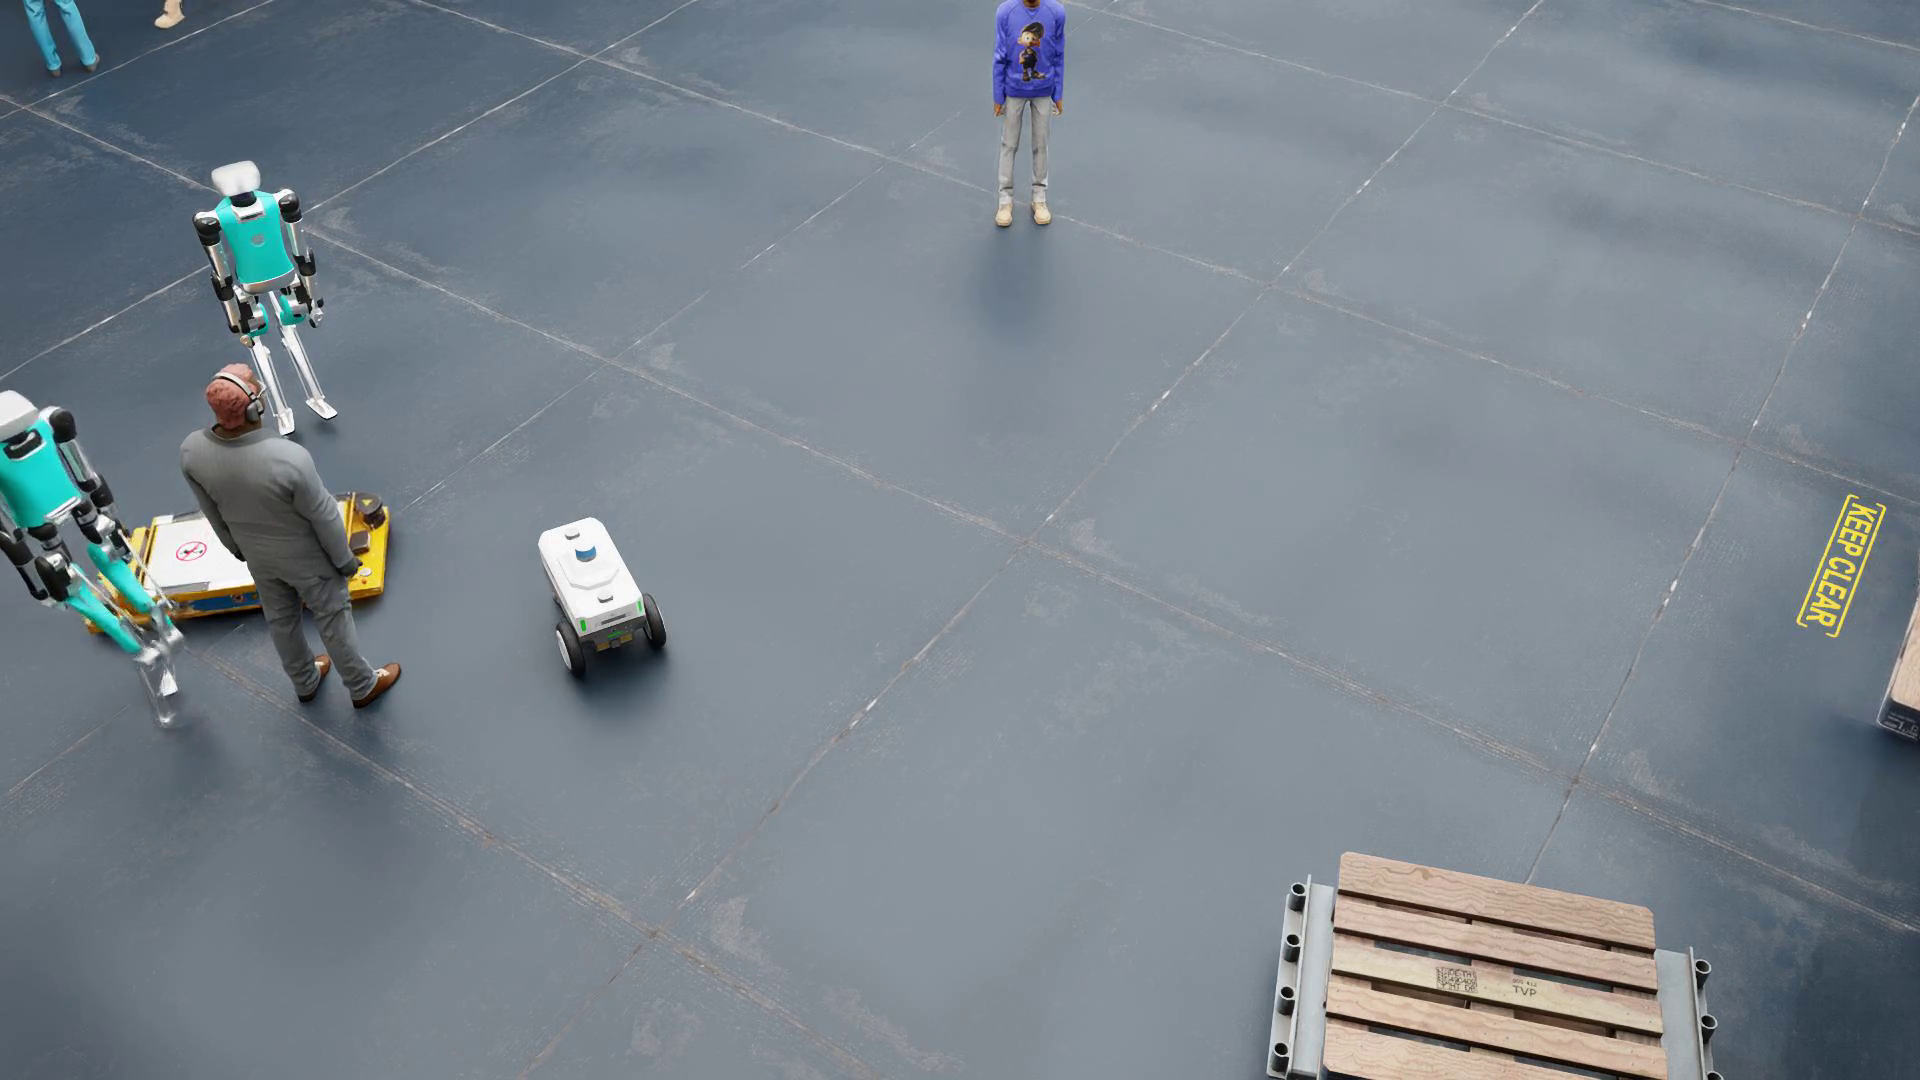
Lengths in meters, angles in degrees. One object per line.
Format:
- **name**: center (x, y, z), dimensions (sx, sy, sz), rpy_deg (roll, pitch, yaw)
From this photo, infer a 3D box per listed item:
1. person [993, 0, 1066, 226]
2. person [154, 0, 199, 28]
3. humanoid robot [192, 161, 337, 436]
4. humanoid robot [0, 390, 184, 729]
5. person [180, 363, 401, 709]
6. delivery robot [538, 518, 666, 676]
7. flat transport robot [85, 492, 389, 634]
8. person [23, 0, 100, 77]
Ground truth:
- **person**: center (0.447, -2.924, 10.850), dimensions (0.469, 1.871, 0.352), rpy_deg (-3, 42, -3)
- **person**: center (-6.482, -5.056, 13.347), dimensions (0.510, 1.722, 0.686), rpy_deg (24, 47, 24)
- **humanoid robot**: center (-3.822, -1.384, 9.126), dimensions (0.533, 1.677, 0.735), rpy_deg (-24, 47, -25)
- **humanoid robot**: center (-3.856, 0.171, 7.529), dimensions (0.738, 1.841, 0.530), rpy_deg (21, 46, 22)
- **person**: center (-3.036, 0.011, 7.539), dimensions (0.639, 1.909, 0.410), rpy_deg (8, 42, 9)
- **delivery robot**: center (-1.828, 0.239, 8.287), dimensions (0.499, 0.581, 0.774), rpy_deg (-19, 45, -20)
- **flat transport robot**: center (-3.740, 0.110, 8.656), dimensions (1.431, 0.231, 0.659), rpy_deg (-8, 42, -9)
- **person**: center (-6.993, -4.389, 12.519), dimensions (0.557, 1.837, 0.391), rpy_deg (-10, 43, -11)
